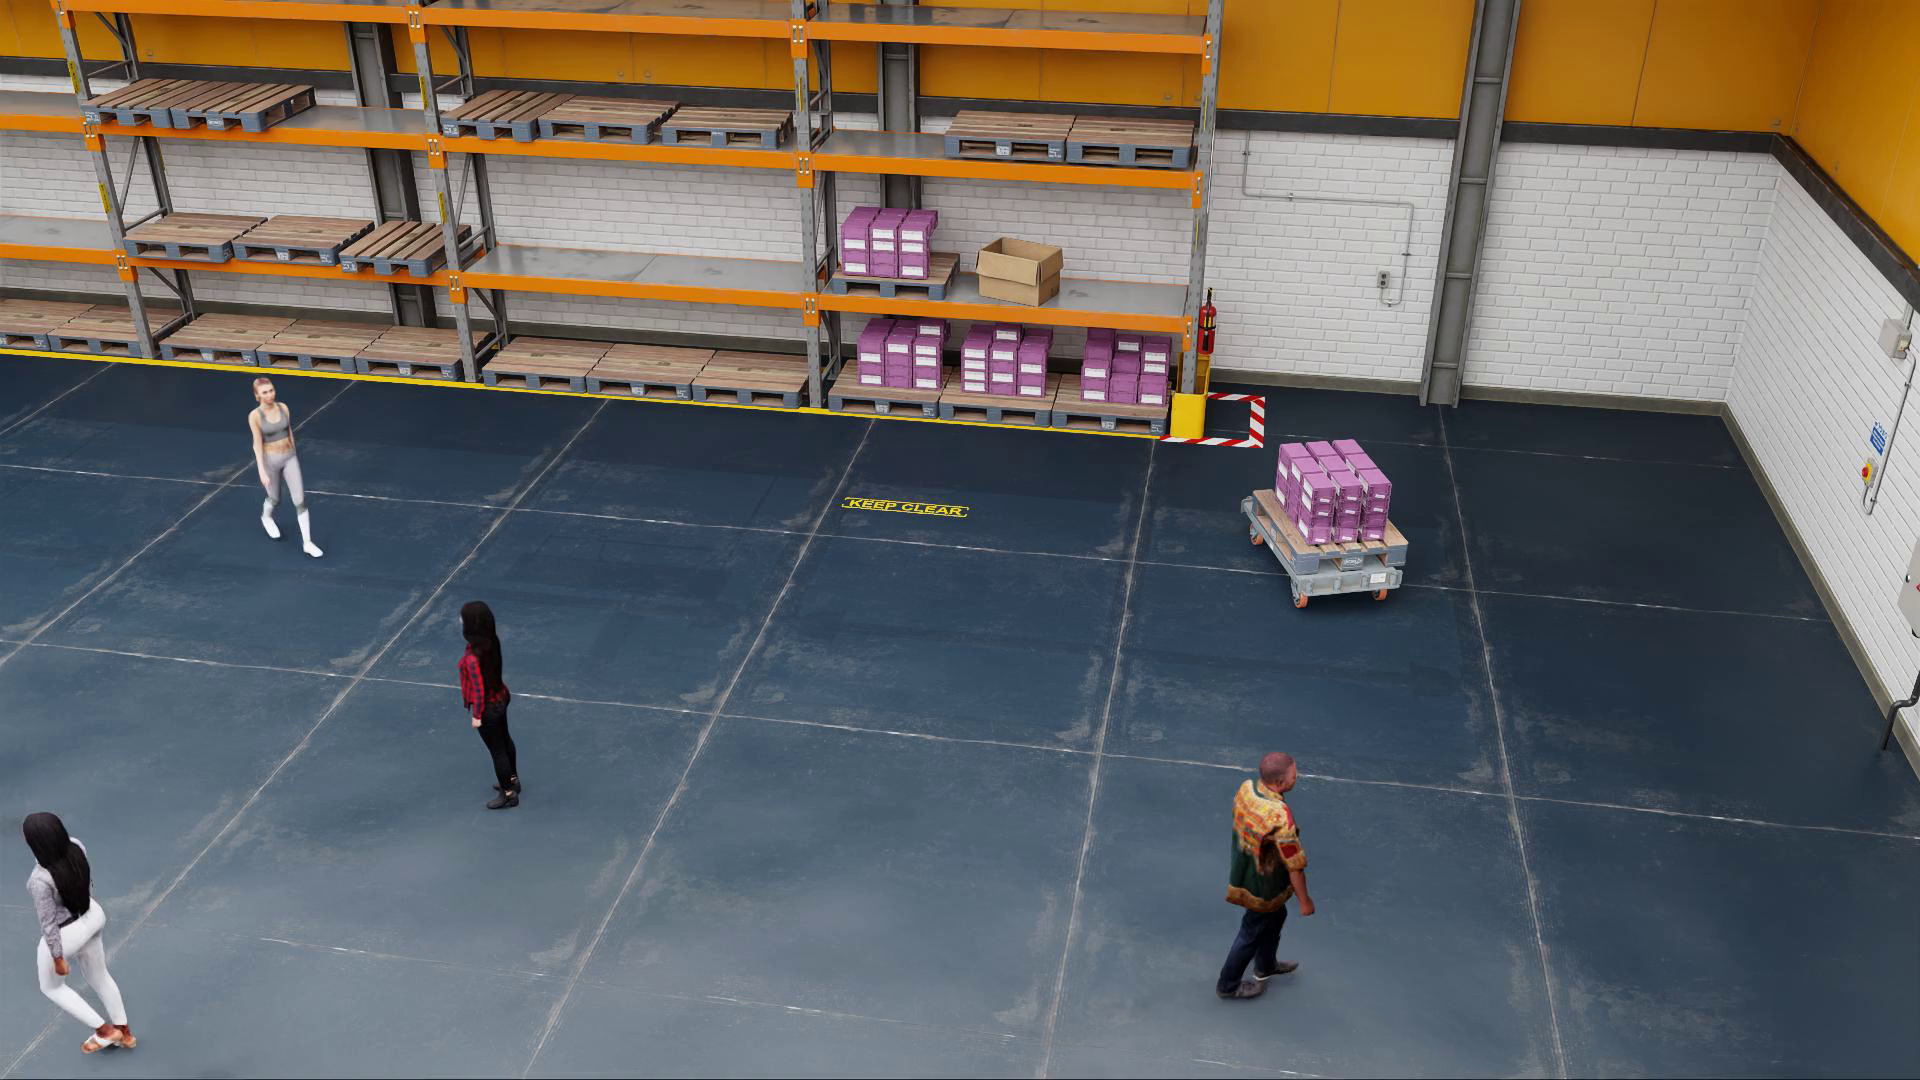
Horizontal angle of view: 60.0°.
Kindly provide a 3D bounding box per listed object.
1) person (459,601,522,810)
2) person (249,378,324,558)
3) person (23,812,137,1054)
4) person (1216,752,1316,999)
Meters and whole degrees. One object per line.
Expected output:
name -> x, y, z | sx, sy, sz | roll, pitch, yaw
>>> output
person -> -3.279, 1.140, 11.653 | 0.564, 1.659, 0.620 | 0, 29, 0
person -> -6.184, -0.683, 14.986 | 1.184, 1.667, 0.946 | 23, 36, 36
person -> -4.988, 2.278, 9.511 | 0.575, 1.712, 0.606 | 5, 29, 9
person -> 1.711, 2.040, 9.871 | 0.951, 1.785, 0.844 | -5, 29, -10
